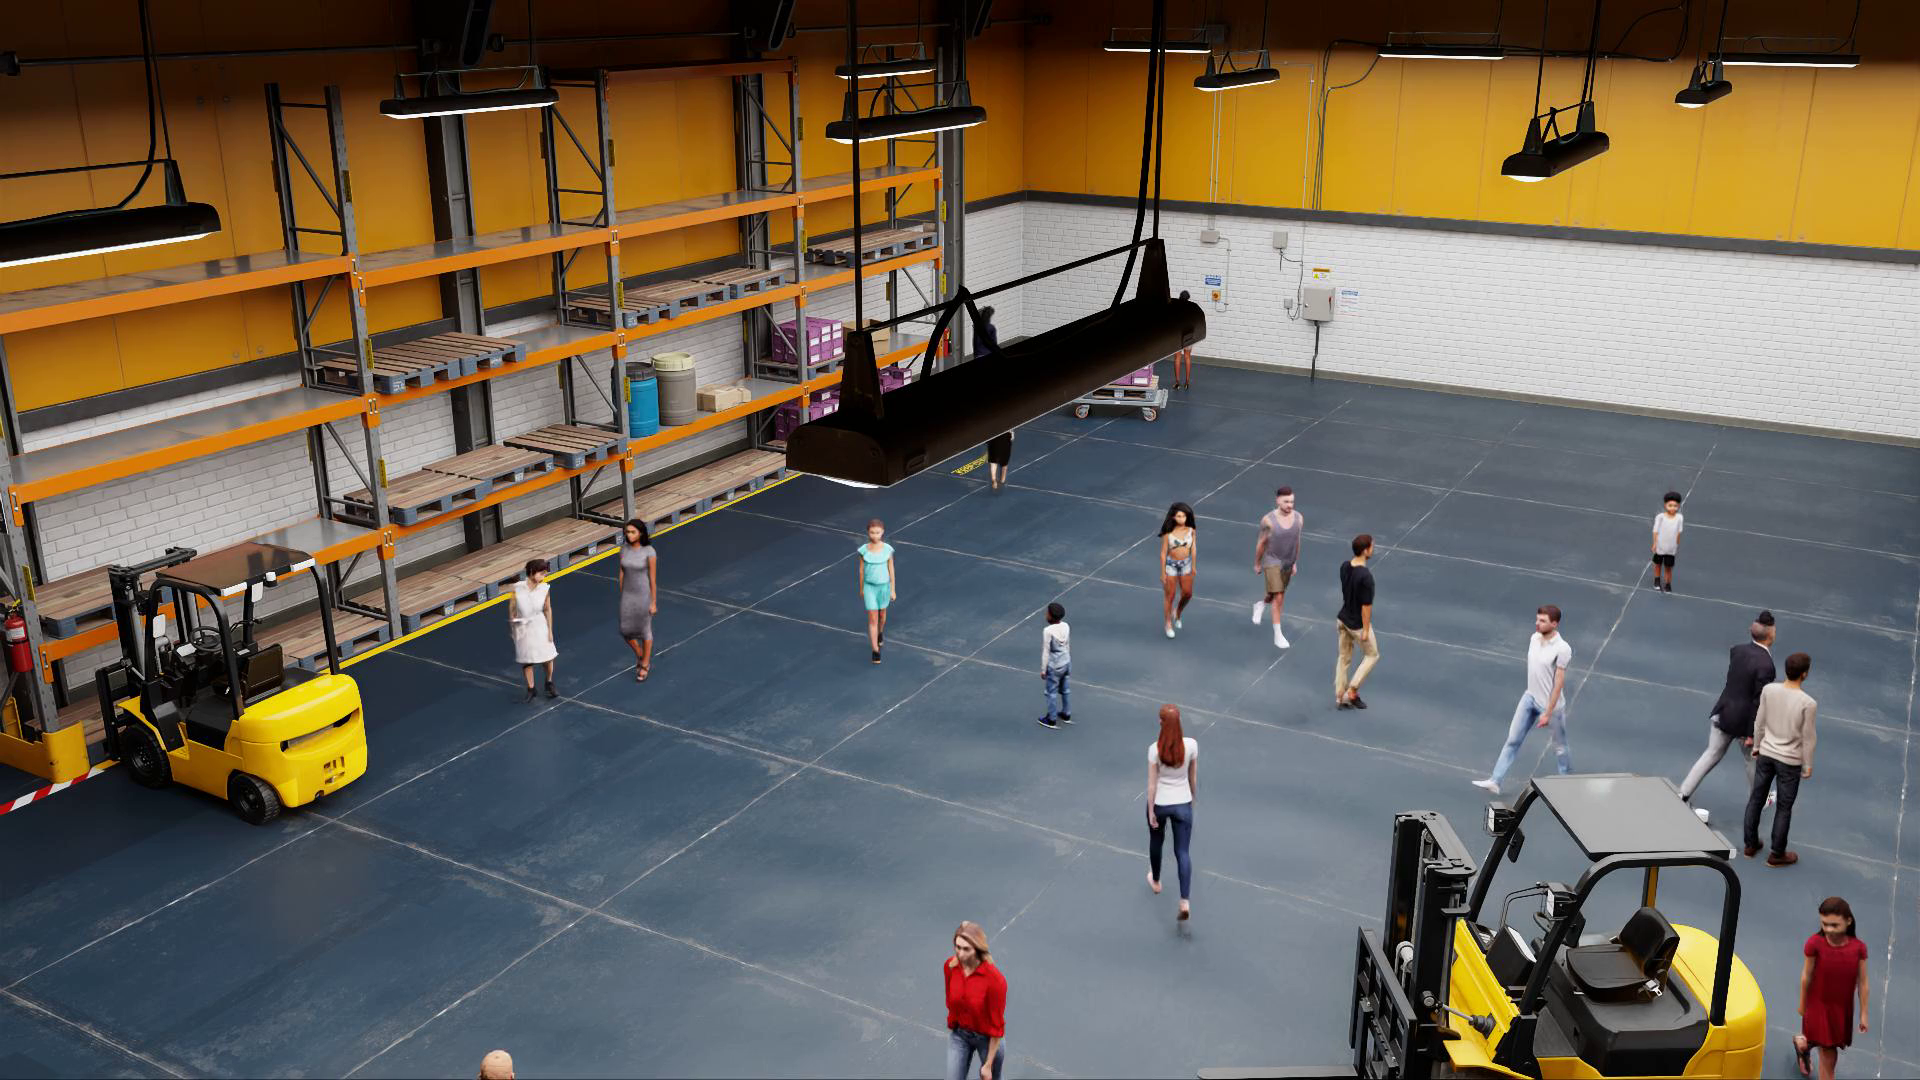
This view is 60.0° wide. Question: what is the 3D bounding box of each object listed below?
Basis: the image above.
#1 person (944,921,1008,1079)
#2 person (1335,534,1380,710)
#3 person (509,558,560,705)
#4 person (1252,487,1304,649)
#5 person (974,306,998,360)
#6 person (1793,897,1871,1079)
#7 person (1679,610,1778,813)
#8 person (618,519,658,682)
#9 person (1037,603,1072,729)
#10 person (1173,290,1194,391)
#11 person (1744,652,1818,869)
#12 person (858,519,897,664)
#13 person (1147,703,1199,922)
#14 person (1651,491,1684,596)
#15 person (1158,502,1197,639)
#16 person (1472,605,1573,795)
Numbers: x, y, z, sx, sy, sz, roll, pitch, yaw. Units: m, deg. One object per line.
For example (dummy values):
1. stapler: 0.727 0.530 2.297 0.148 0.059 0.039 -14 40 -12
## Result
1. person: 0.146 3.069 10.252 0.654 1.656 1.094 9 21 26
2. person: 3.858 0.839 16.575 0.771 1.847 0.745 -9 21 -25
3. person: -4.364 0.926 16.828 0.707 1.520 0.758 1 19 3
4. person: 3.450 0.234 18.216 1.133 1.796 1.211 -4 19 -12
5. person: 0.419 -3.203 28.777 0.629 1.719 0.522 7 20 19
6. person: 5.619 2.966 10.770 0.844 1.521 1.116 1 19 3
7. person: 6.638 1.545 14.383 1.332 1.907 1.281 -3 19 -8
8. person: -3.318 0.608 17.378 0.676 1.772 0.696 5 19 15
9. person: 0.952 1.218 16.374 0.512 1.256 0.609 -14 23 -36
10. person: 4.005 -3.598 29.829 0.680 1.795 0.719 -2 19 -6
11. person: 6.759 1.794 13.708 0.713 1.866 0.739 -13 22 -33
12. person: -0.896 0.508 18.068 0.941 1.521 1.111 -1 19 -3
13. person: 1.668 2.134 12.948 0.955 1.707 1.157 -1 19 -3
14. person: 8.468 0.012 19.988 0.603 1.236 0.824 5 19 15
15. person: 2.391 0.312 18.515 0.742 1.606 0.800 -3 19 -10
16. person: 5.274 1.468 14.793 1.293 1.791 1.109 -8 20 -24
